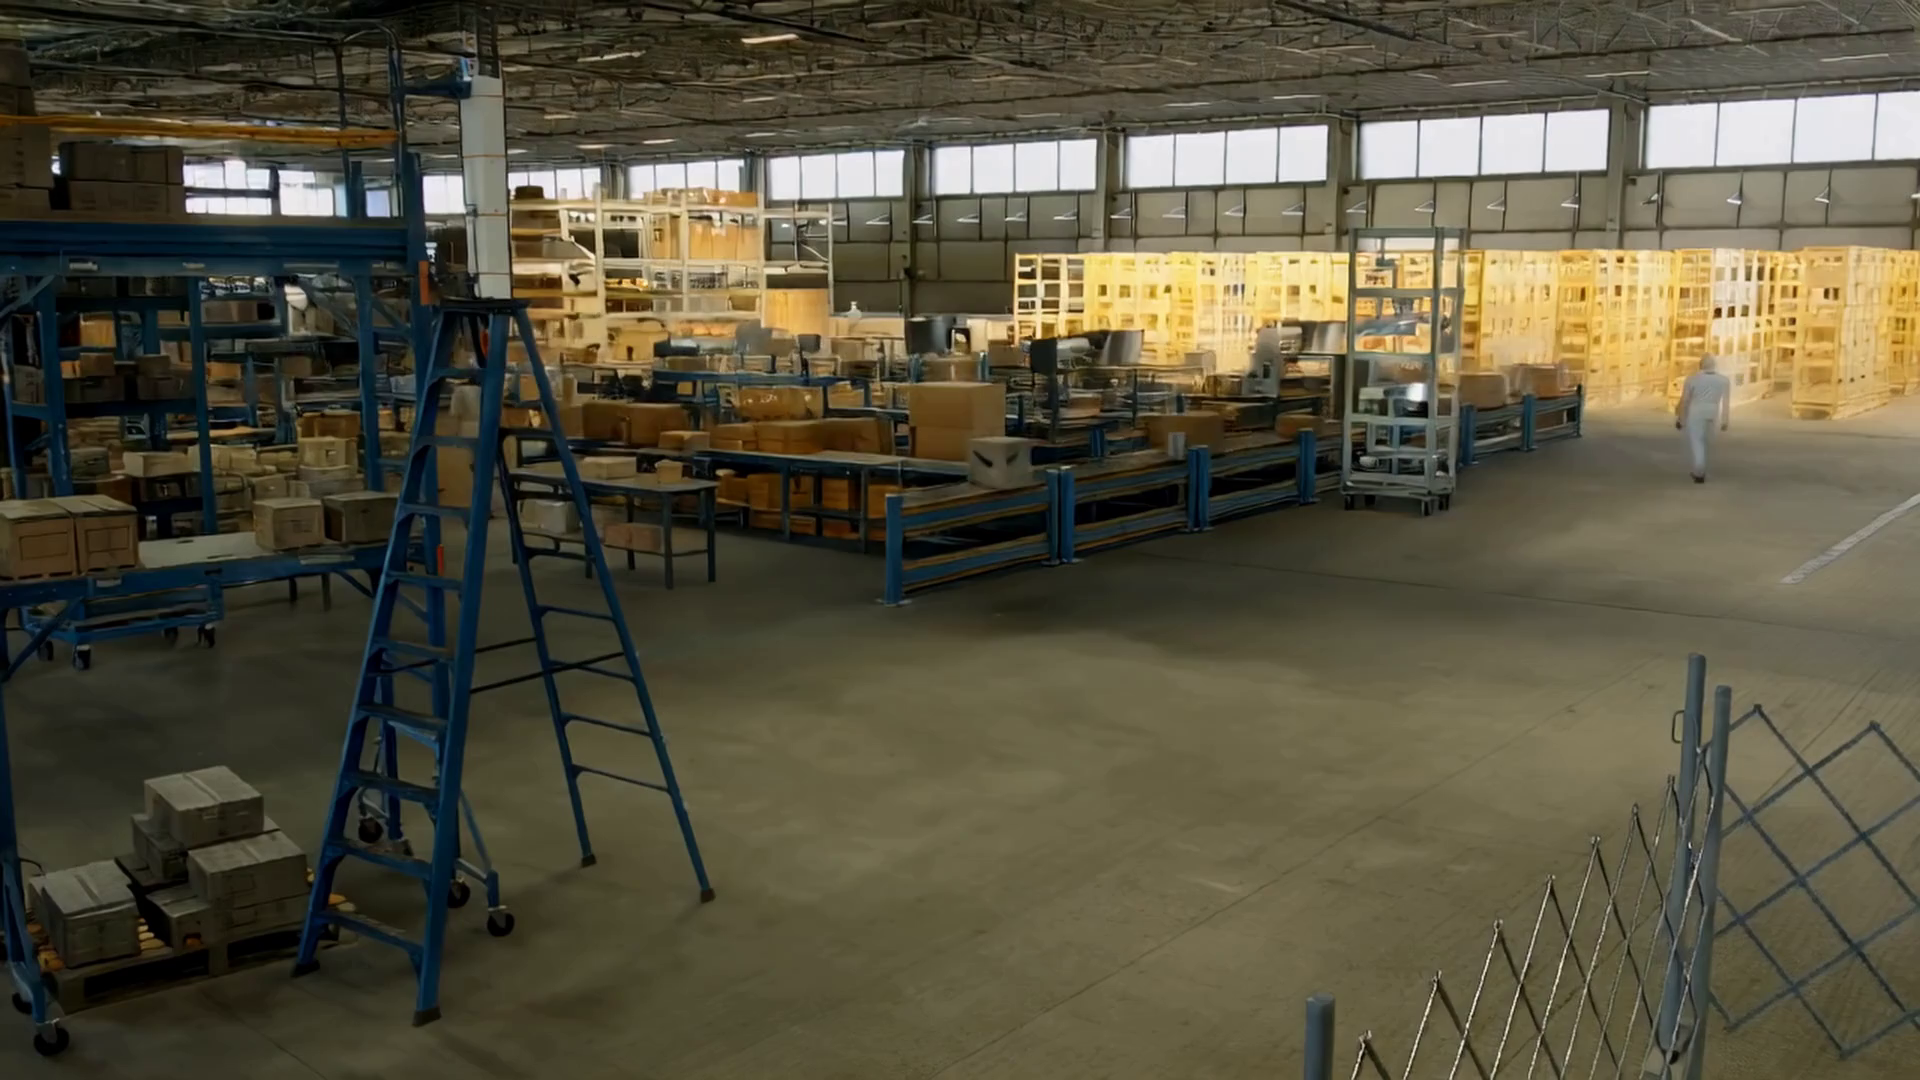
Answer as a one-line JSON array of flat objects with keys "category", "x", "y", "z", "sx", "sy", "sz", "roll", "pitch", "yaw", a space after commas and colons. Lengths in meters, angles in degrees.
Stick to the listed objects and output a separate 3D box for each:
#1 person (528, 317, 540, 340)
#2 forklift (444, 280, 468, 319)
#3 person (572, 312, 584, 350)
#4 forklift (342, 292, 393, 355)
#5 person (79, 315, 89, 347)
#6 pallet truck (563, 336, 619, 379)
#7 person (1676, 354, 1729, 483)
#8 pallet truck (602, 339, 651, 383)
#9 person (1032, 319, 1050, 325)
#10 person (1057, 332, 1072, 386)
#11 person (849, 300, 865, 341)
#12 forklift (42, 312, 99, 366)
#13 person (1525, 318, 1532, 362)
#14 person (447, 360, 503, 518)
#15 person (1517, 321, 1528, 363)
[{"category": "person", "x": -13.558, "y": -6.237, "z": 52.746, "sx": 0.531, "sy": 1.662, "sz": 0.838, "roll": 2, "pitch": 9, "yaw": 10}, {"category": "forklift", "x": -15.144, "y": -6.454, "z": 50.313, "sx": 1.129, "sy": 2.768, "sz": 1.873, "roll": 7, "pitch": 11, "yaw": 37}, {"category": "person", "x": -12.943, "y": -6.881, "z": 56.475, "sx": 0.540, "sy": 1.751, "sz": 0.530, "roll": 7, "pitch": 12, "yaw": 38}, {"category": "forklift", "x": -16.485, "y": -5.622, "z": 45.120, "sx": 1.129, "sy": 2.768, "sz": 1.873, "roll": 7, "pitch": 11, "yaw": 37}, {"category": "person", "x": -25.438, "y": -5.596, "z": 48.108, "sx": 0.553, "sy": 1.883, "sz": 1.046, "roll": 8, "pitch": 12, "yaw": 43}, {"category": "pallet truck", "x": -10.690, "y": -5.294, "z": 48.215, "sx": 1.601, "sy": 1.201, "sz": 0.680, "roll": -5, "pitch": 10, "yaw": -26}, {"category": "person", "x": 10.852, "y": -1.791, "z": 24.385, "sx": 0.669, "sy": 1.850, "sz": 0.980, "roll": 1, "pitch": 9, "yaw": 6}, {"category": "pallet truck", "x": -8.991, "y": -4.871, "z": 45.351, "sx": 0.653, "sy": 1.274, "sz": 1.630, "roll": 7, "pitch": 11, "yaw": 37}, {"category": "person", "x": 2.504, "y": -6.160, "z": 51.406, "sx": 0.602, "sy": 1.940, "sz": 0.401, "roll": -2, "pitch": 9, "yaw": -9}, {"category": "person", "x": 2.301, "y": -3.698, "z": 36.602, "sx": 0.327, "sy": 1.760, "sz": 0.523, "roll": 6, "pitch": 11, "yaw": 32}, {"category": "person", "x": -4.218, "y": -8.818, "z": 67.933, "sx": 0.760, "sy": 1.944, "sz": 0.881, "roll": 3, "pitch": 9, "yaw": 16}, {"category": "forklift", "x": -23.779, "y": -5.451, "z": 44.052, "sx": 1.873, "sy": 2.768, "sz": 1.129, "roll": 7, "pitch": 11, "yaw": 36}, {"category": "person", "x": 15.889, "y": -5.311, "z": 46.520, "sx": 0.391, "sy": 1.813, "sz": 0.676, "roll": -9, "pitch": 13, "yaw": -44}, {"category": "person", "x": -6.041, "y": -1.271, "z": 20.801, "sx": 0.622, "sy": 1.986, "sz": 1.091, "roll": -6, "pitch": 11, "yaw": -33}, {"category": "person", "x": 15.783, "y": -5.328, "z": 46.671, "sx": 0.749, "sy": 1.812, "sz": 0.592, "roll": 1, "pitch": 9, "yaw": 6}]
